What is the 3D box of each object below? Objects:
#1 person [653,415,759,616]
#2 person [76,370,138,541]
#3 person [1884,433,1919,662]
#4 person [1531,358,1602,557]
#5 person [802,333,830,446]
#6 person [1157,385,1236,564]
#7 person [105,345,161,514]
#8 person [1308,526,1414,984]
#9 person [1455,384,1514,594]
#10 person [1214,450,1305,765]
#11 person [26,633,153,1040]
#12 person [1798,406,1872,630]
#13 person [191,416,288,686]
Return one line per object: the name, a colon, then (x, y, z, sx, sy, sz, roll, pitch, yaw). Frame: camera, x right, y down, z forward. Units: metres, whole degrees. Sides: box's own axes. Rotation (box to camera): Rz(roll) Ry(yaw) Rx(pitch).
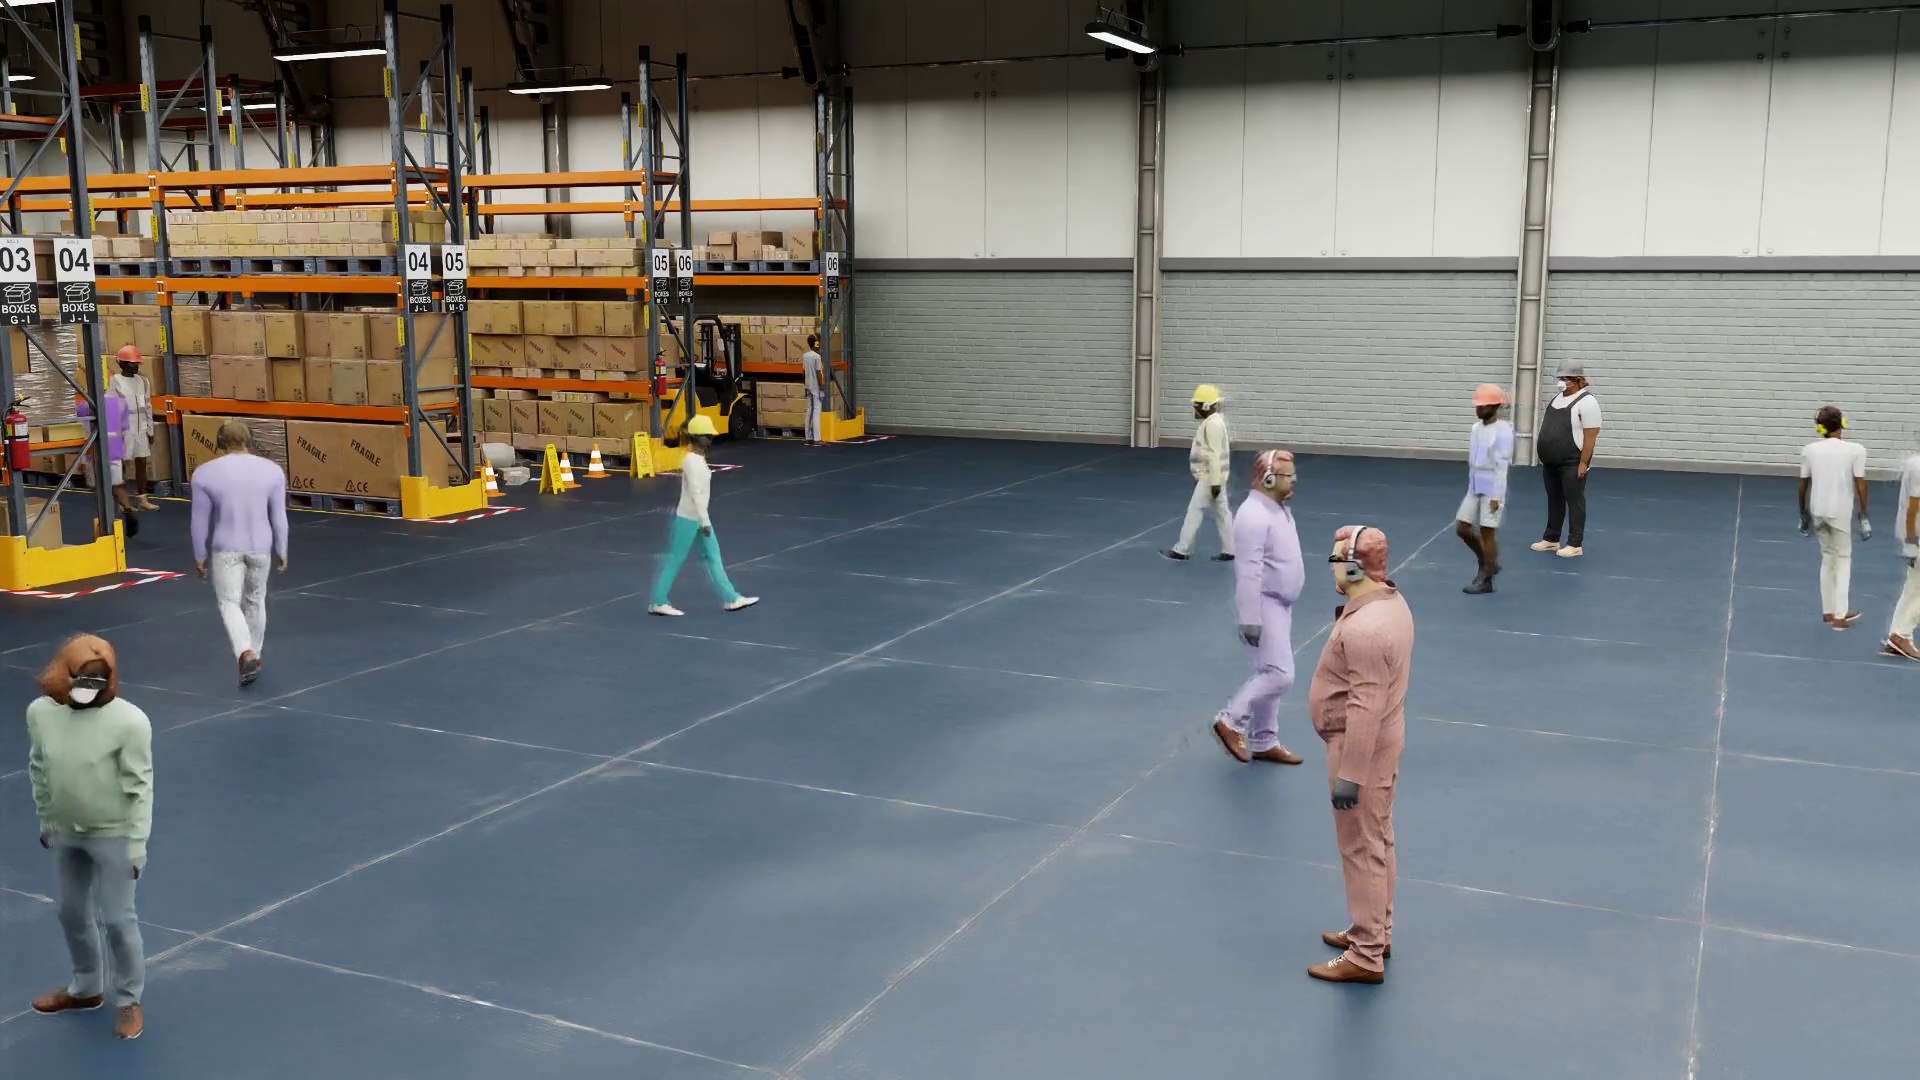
person: (-2.203, -0.198, 14.119, 0.916, 1.713, 0.543, 0, 9, 0)
person: (-9.203, -0.918, 17.928, 0.534, 1.924, 0.551, 6, 11, 35)
person: (7.240, 0.002, 12.496, 0.465, 1.845, 0.548, 7, 12, 37)
person: (6.222, -0.856, 17.159, 0.537, 2.000, 0.682, -3, 10, -19)
person: (-2.427, -2.510, 27.811, 0.329, 1.876, 0.512, -8, 12, -39)
person: (2.397, -0.648, 16.635, 0.876, 1.790, 0.618, 2, 9, 12)
person: (-9.978, -1.325, 20.071, 0.403, 2.035, 0.606, 4, 10, 26)
person: (1.647, 0.882, 6.921, 0.402, 1.904, 0.651, 4, 10, 23)
person: (4.741, -0.452, 15.045, 0.400, 1.922, 0.549, -4, 10, -22)
person: (1.836, 0.411, 9.823, 0.428, 1.895, 0.667, 4, 10, 24)
person: (-3.340, 1.121, 6.358, 0.632, 1.604, 0.402, 2, 9, 11)
person: (7.239, -0.186, 13.747, 0.499, 1.829, 0.579, -7, 12, -38)
person: (-5.129, 0.069, 11.893, 0.644, 1.913, 0.889, -7, 11, -35)
